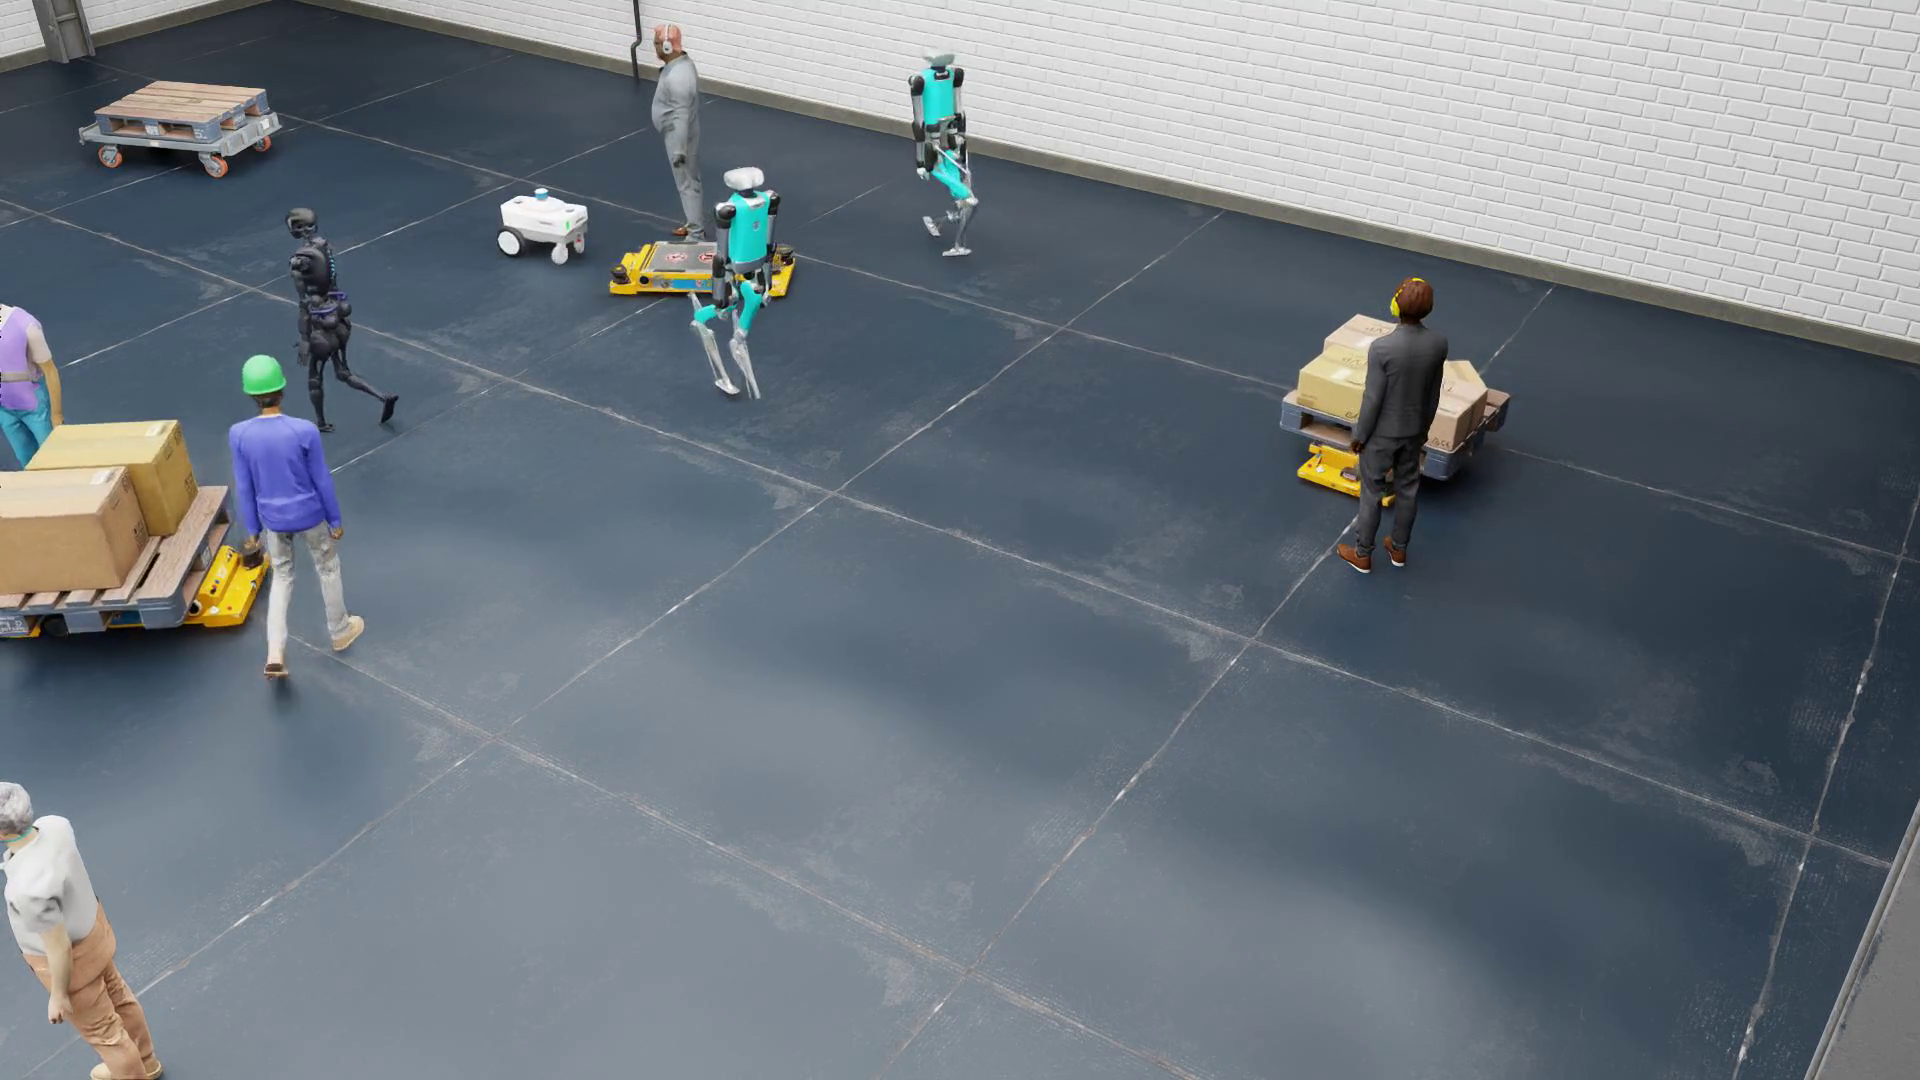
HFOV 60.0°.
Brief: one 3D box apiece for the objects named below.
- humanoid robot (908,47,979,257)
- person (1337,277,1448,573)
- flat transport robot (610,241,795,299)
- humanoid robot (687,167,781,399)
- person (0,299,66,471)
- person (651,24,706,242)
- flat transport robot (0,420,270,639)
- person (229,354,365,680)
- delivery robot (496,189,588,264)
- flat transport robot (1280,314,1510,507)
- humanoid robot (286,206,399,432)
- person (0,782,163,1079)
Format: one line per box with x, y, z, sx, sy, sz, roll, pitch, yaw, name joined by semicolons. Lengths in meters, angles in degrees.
-0.045;-3.163;13.833;0.547;1.730;1.057;-24;40;-32;humanoid robot
2.557;-0.662;9.802;0.504;1.873;0.341;-8;34;-12;person
-2.116;-2.231;13.728;1.431;0.231;0.659;1;33;2;flat transport robot
-1.640;-1.773;11.723;0.756;1.844;0.566;26;41;34;humanoid robot
-5.662;-0.817;10.078;0.562;1.836;0.400;9;34;14;person
-2.373;-3.383;14.007;0.406;1.905;0.650;-2;33;-4;person
-4.900;0.288;9.808;1.431;0.231;0.659;-3;33;-5;flat transport robot
-3.609;-0.085;8.941;0.501;1.853;0.641;-2;33;-3;person
-3.570;-2.694;14.201;0.786;0.614;0.514;12;35;18;delivery robot
2.927;-0.682;11.318;0.659;0.231;1.431;22;39;31;flat transport robot
-4.289;-1.471;11.275;0.699;1.628;0.610;2;33;4;humanoid robot
-3.432;1.598;6.410;0.319;1.738;0.482;-9;34;-14;person
